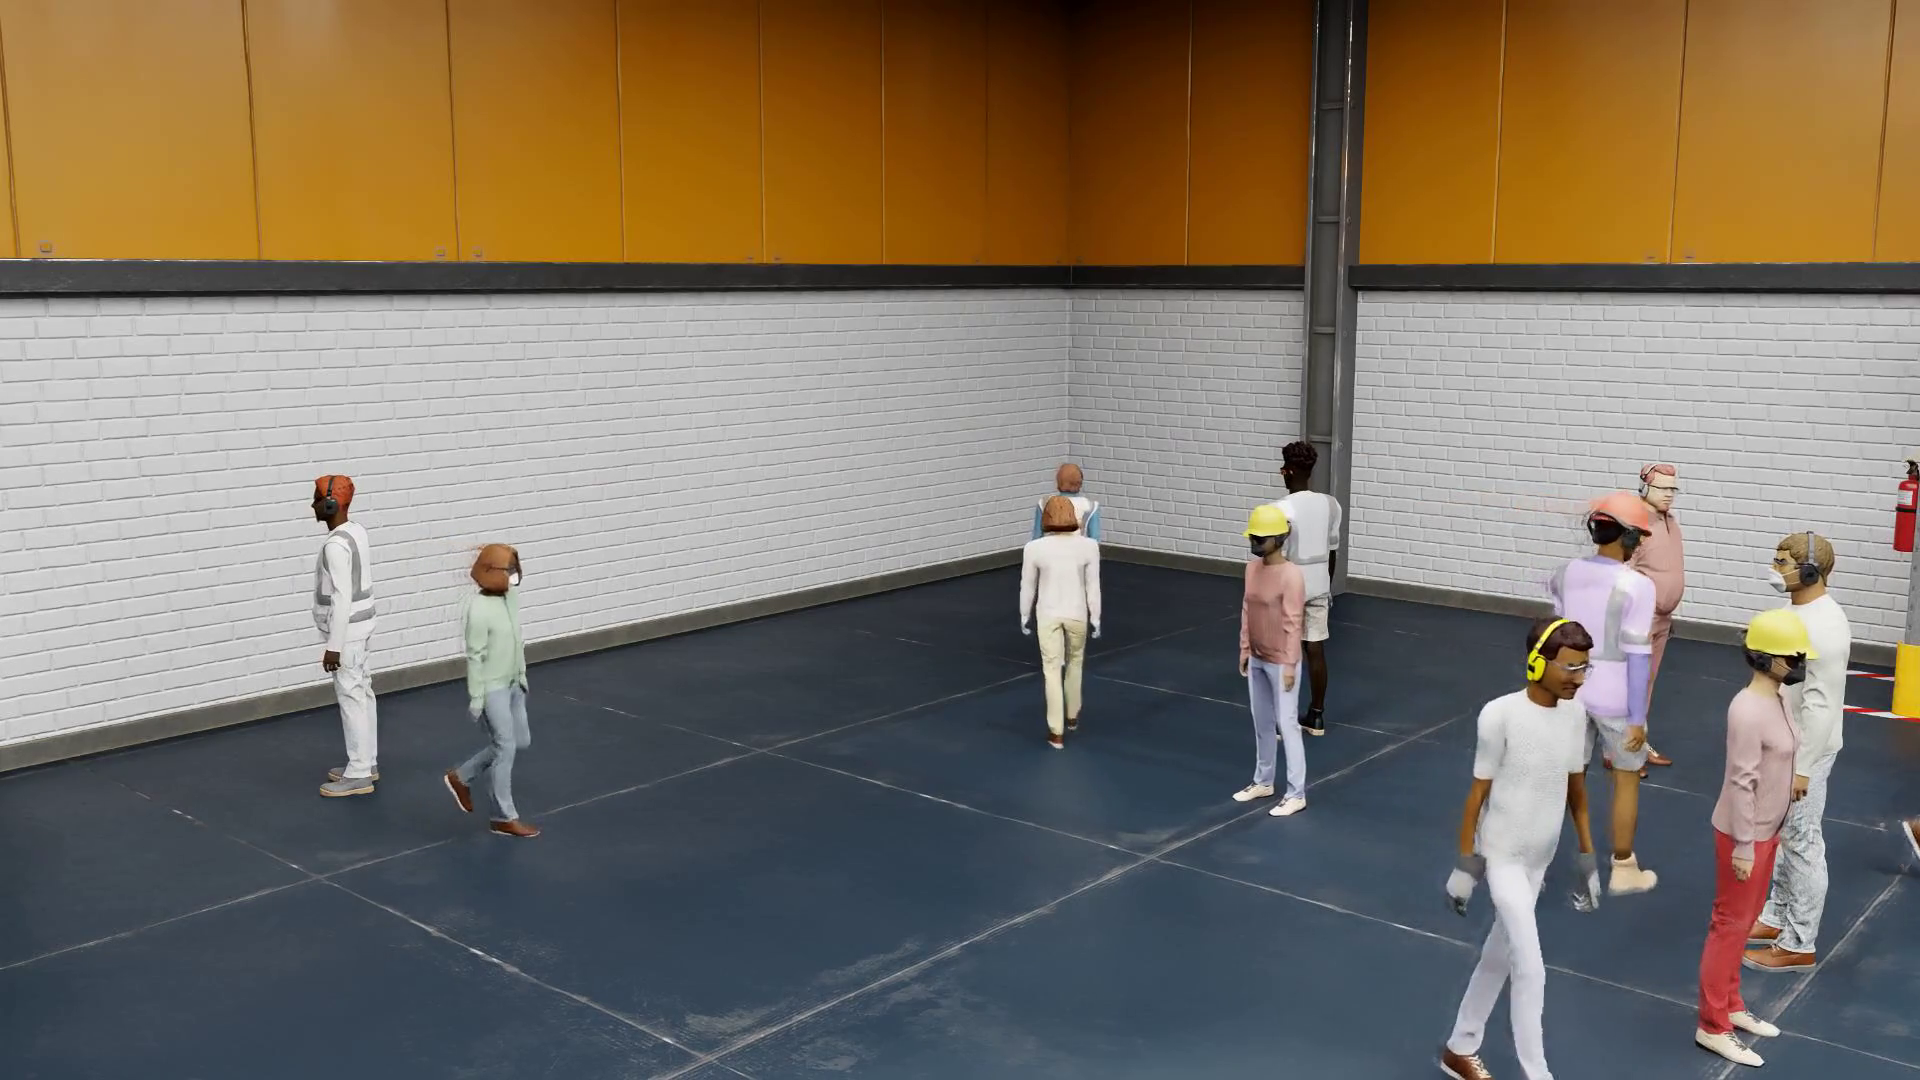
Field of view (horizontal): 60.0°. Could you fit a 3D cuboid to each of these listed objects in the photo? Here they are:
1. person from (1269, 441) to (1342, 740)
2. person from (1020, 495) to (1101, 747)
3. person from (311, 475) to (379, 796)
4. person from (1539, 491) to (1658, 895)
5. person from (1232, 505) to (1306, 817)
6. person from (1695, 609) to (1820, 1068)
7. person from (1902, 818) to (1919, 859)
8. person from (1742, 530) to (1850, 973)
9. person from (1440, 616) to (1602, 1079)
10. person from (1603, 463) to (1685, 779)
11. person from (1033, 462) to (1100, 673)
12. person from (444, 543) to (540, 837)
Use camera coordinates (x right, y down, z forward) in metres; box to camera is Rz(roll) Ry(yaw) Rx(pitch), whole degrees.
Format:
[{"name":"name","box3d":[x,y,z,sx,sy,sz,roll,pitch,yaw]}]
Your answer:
[{"name":"person","box3d":[2.200,0.332,10.861,0.602,1.967,0.367,-5,10,-29]},{"name":"person","box3d":[0.648,0.505,10.908,0.513,1.598,0.739,-1,9,-3]},{"name":"person","box3d":[-3.607,0.553,9.739,0.355,1.883,0.573,-1,9,-9]},{"name":"person","box3d":[3.027,0.765,8.054,0.824,2.003,0.620,-5,10,-29]},{"name":"person","box3d":[1.745,0.673,9.394,0.359,1.758,0.521,-4,10,-24]},{"name":"person","box3d":[3.106,1.133,6.461,0.326,1.767,0.533,7,11,37]},{"name":"person","box3d":[5.061,0.845,8.021,0.733,1.853,0.526,6,11,33]},{"name":"person","box3d":[3.644,0.918,7.275,0.372,1.940,0.630,2,9,15]},{"name":"person","box3d":[2.081,1.188,5.914,0.534,1.827,0.892,-5,11,-31]},{"name":"person","box3d":[4.197,0.477,10.155,0.643,1.905,0.400,-8,12,-41]},{"name":"person","box3d":[0.812,0.203,12.824,0.527,1.598,0.846,0,9,3]},{"name":"person","box3d":[-2.555,0.801,9.001,0.508,1.615,0.508,2,9,9]}]
